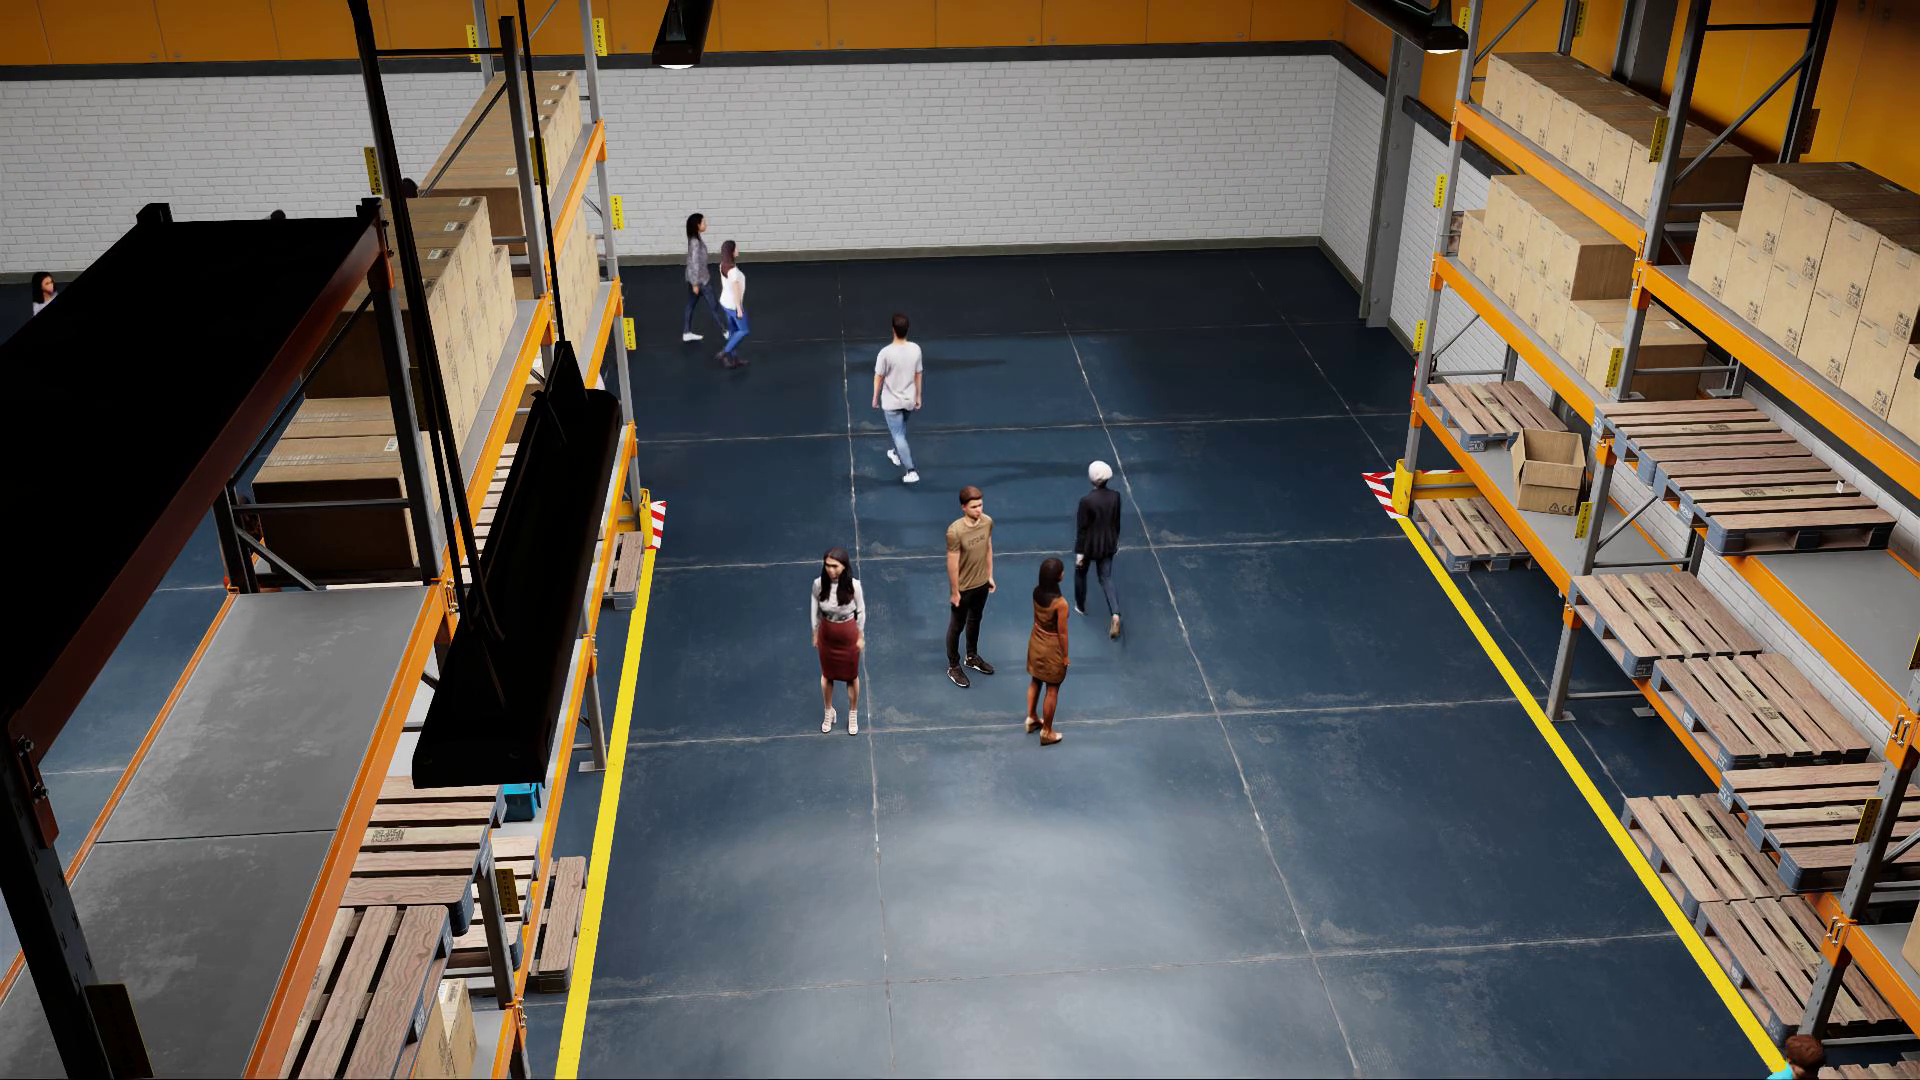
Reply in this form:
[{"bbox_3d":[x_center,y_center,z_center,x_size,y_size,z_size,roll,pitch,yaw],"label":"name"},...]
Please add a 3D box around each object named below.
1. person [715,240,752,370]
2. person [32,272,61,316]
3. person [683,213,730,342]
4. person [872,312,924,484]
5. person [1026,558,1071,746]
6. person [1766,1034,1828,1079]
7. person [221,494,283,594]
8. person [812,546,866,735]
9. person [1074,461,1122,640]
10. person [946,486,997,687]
[{"bbox_3d":[-2.886,-2.858,20.597,0.832,1.673,0.786,-16,32,-26],"label":"person"},{"bbox_3d":[-10.720,-2.339,19.622,0.976,1.696,1.106,9,30,16],"label":"person"},{"bbox_3d":[-3.467,-3.359,21.485,0.794,1.703,0.984,-7,29,-12],"label":"person"},{"bbox_3d":[-0.623,-1.484,17.896,0.987,1.848,1.269,-14,32,-25],"label":"person"},{"bbox_3d":[0.731,0.903,13.693,0.698,1.683,0.592,-18,33,-29],"label":"person"},{"bbox_3d":[4.591,3.347,9.478,0.533,1.428,0.926,-3,29,-6],"label":"person"},{"bbox_3d":[-6.188,0.366,14.637,0.762,1.720,0.724,-13,31,-22],"label":"person"},{"bbox_3d":[-1.001,0.835,13.747,0.647,1.750,0.601,5,29,9],"label":"person"},{"bbox_3d":[1.246,0.119,15.353,0.943,1.760,1.139,-11,31,-20],"label":"person"},{"bbox_3d":[0.078,0.365,14.503,0.754,1.851,0.779,-23,36,-35],"label":"person"}]
